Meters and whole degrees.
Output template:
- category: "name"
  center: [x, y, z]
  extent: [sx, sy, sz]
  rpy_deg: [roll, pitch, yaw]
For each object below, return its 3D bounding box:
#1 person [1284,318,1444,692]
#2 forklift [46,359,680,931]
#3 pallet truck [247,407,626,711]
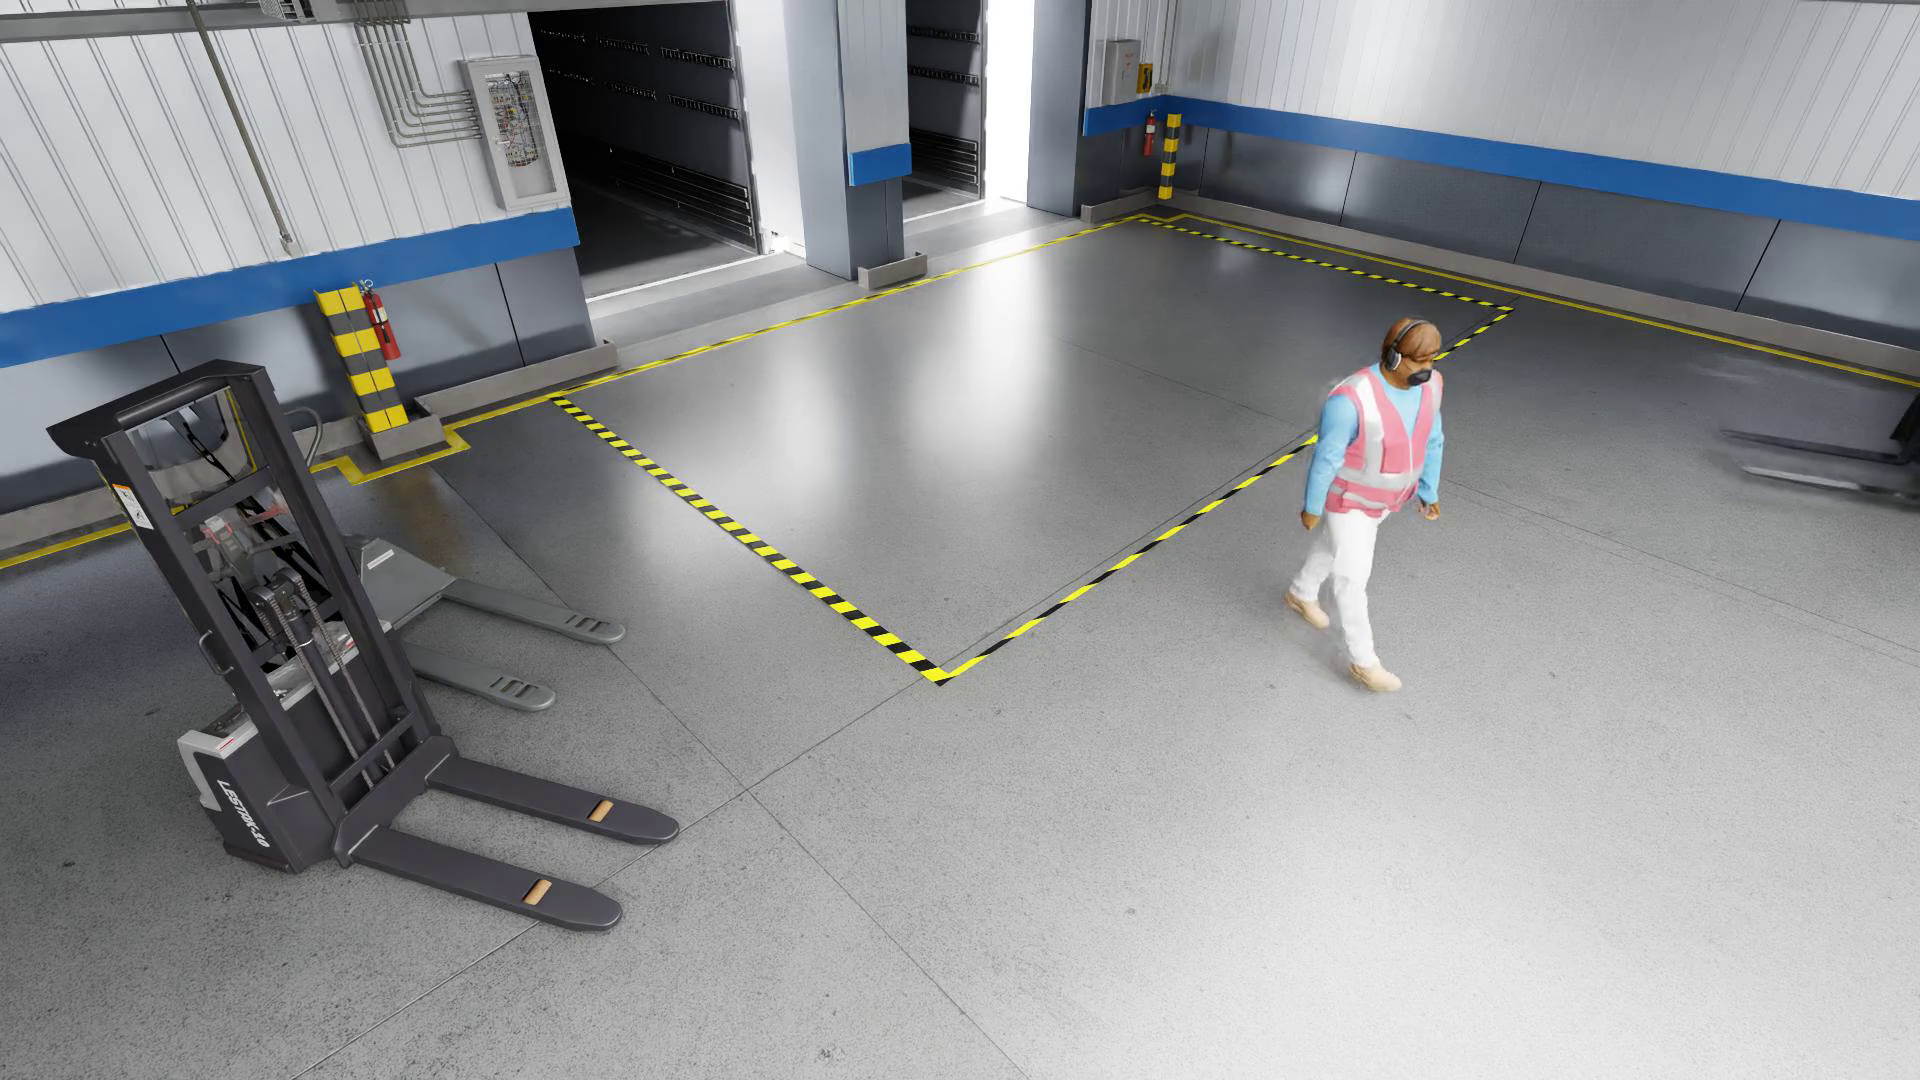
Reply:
- category: "person"
  center: [2.030, -0.164, 4.377]
  extent: [0.648, 1.801, 0.898]
  rpy_deg: [-16, 37, -22]
- category: "forklift"
  center: [-2.135, 0.422, 3.354]
  extent: [1.885, 1.965, 0.823]
  rpy_deg: [10, 35, 14]
- category: "pallet truck"
  center: [-2.628, 0.038, 4.590]
  extent: [1.601, 1.201, 0.680]
  rpy_deg: [12, 36, 18]
